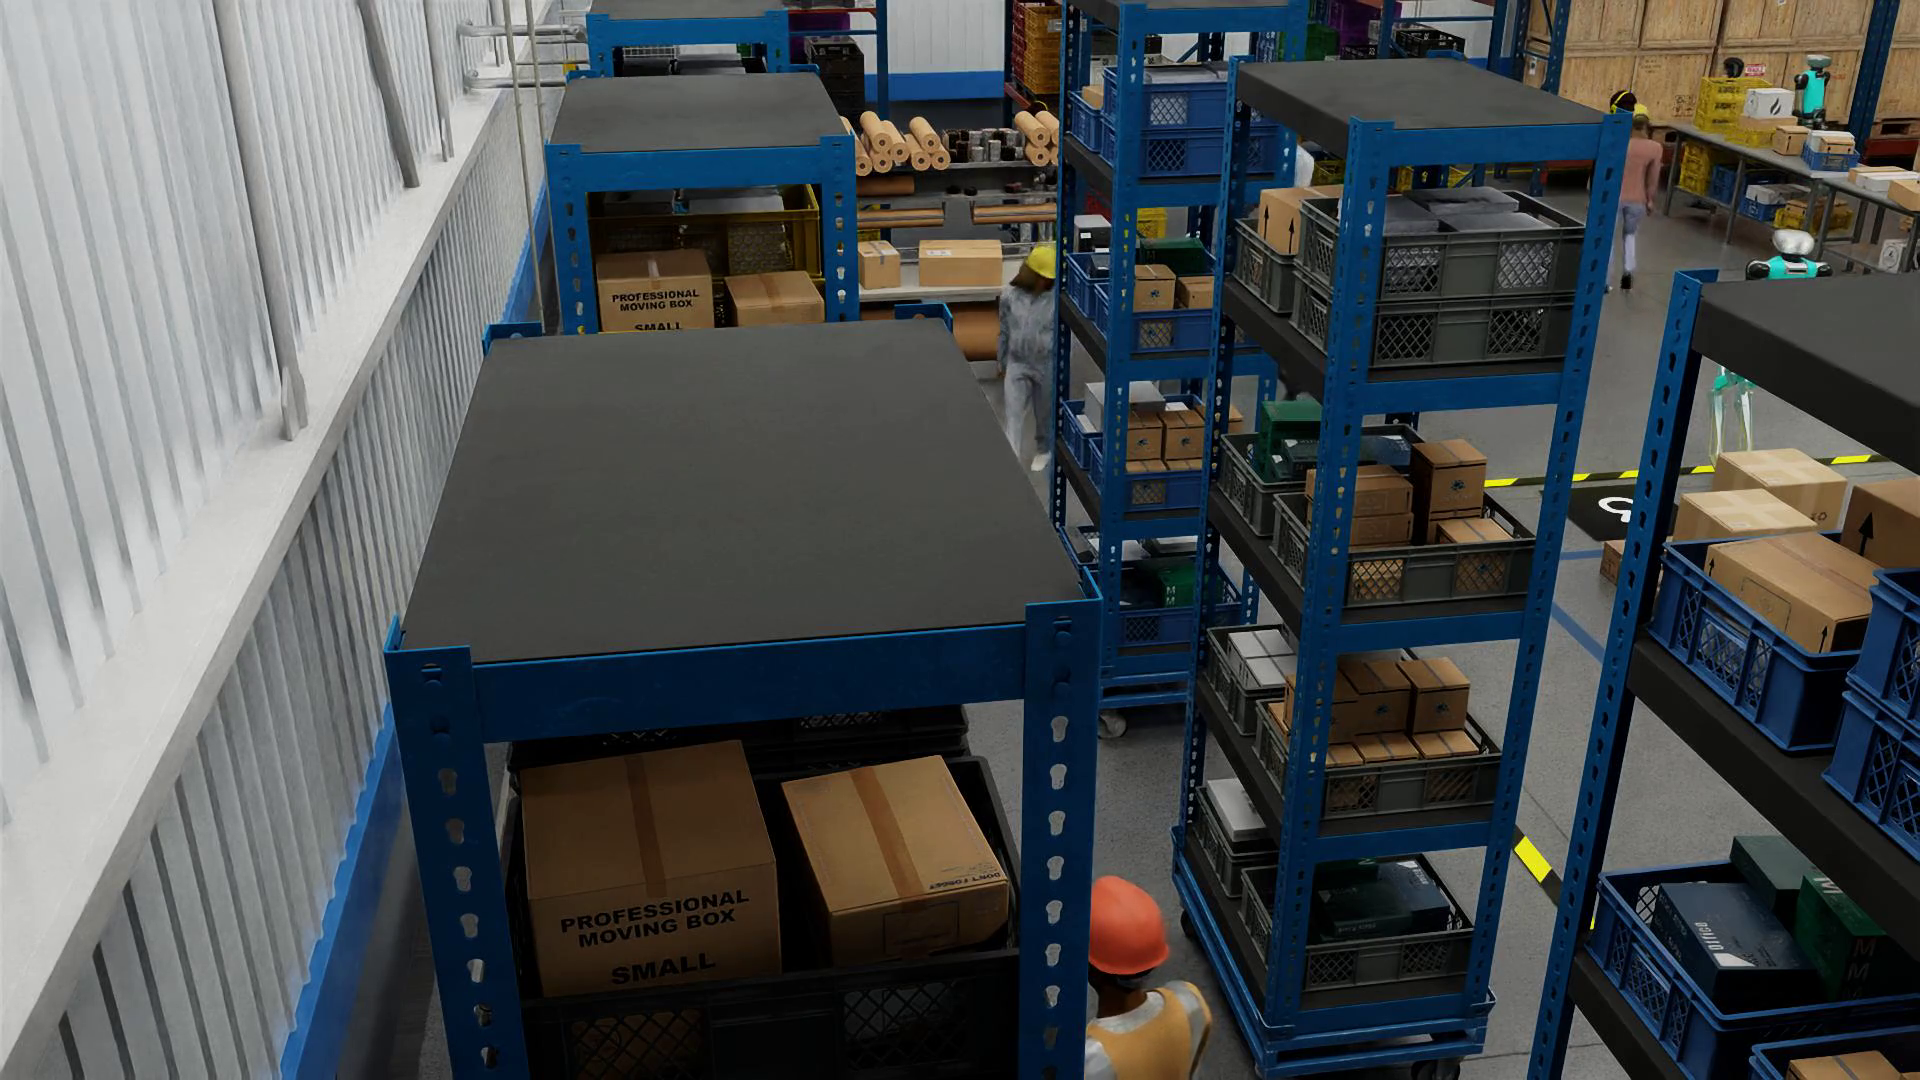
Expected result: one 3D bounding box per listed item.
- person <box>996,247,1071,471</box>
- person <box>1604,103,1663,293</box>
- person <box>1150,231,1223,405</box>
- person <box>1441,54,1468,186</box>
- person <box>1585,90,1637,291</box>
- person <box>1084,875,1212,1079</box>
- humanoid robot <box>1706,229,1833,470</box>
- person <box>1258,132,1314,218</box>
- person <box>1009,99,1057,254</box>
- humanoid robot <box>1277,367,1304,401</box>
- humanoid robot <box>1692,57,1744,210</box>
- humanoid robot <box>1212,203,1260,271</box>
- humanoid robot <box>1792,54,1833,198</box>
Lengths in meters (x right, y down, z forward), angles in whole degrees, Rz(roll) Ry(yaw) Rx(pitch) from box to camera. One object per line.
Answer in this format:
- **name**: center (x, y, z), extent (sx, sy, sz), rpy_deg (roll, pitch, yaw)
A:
- **person**: center (0.489, -1.156, 11.119), extent (0.508, 1.677, 0.908), rpy_deg (5, 25, 10)
- **person**: center (6.127, -3.143, 15.365), extent (0.530, 1.739, 0.371), rpy_deg (4, 25, 8)
- **person**: center (1.483, -1.097, 10.788), extent (0.592, 1.852, 0.361), rpy_deg (-2, 25, -3)
- **person**: center (5.121, -4.196, 17.550), extent (0.343, 1.839, 0.499), rpy_deg (-14, 28, -28)
- **person**: center (5.953, -3.189, 15.324), extent (0.512, 1.865, 0.329), rpy_deg (-20, 31, -37)
- **person**: center (0.397, 1.747, 4.507), extent (0.550, 1.934, 0.371), rpy_deg (-21, 32, -37)
- **humanoid robot**: center (5.363, -1.304, 11.222), extent (0.533, 1.672, 0.735), rpy_deg (1, 25, 2)
- **person**: center (2.767, -2.673, 14.028), extent (0.451, 2.015, 0.647), rpy_deg (-11, 27, -23)
- **person**: center (0.680, -2.977, 14.854), extent (0.517, 1.873, 0.334), rpy_deg (9, 26, 20)
- **humanoid robot**: center (2.467, -1.677, 12.263), extent (0.360, 1.648, 0.593), rpy_deg (-9, 26, -18)
- **humanoid robot**: center (8.391, -4.470, 18.318), extent (0.364, 1.647, 0.608), rpy_deg (19, 31, 36)
- **humanoid robot**: center (2.204, -2.268, 13.580), extent (0.615, 1.626, 0.572), rpy_deg (2, 25, 4)
- **humanoid robot**: center (9.180, -4.241, 17.704), extent (0.532, 1.750, 0.738), rpy_deg (-17, 30, -32)
